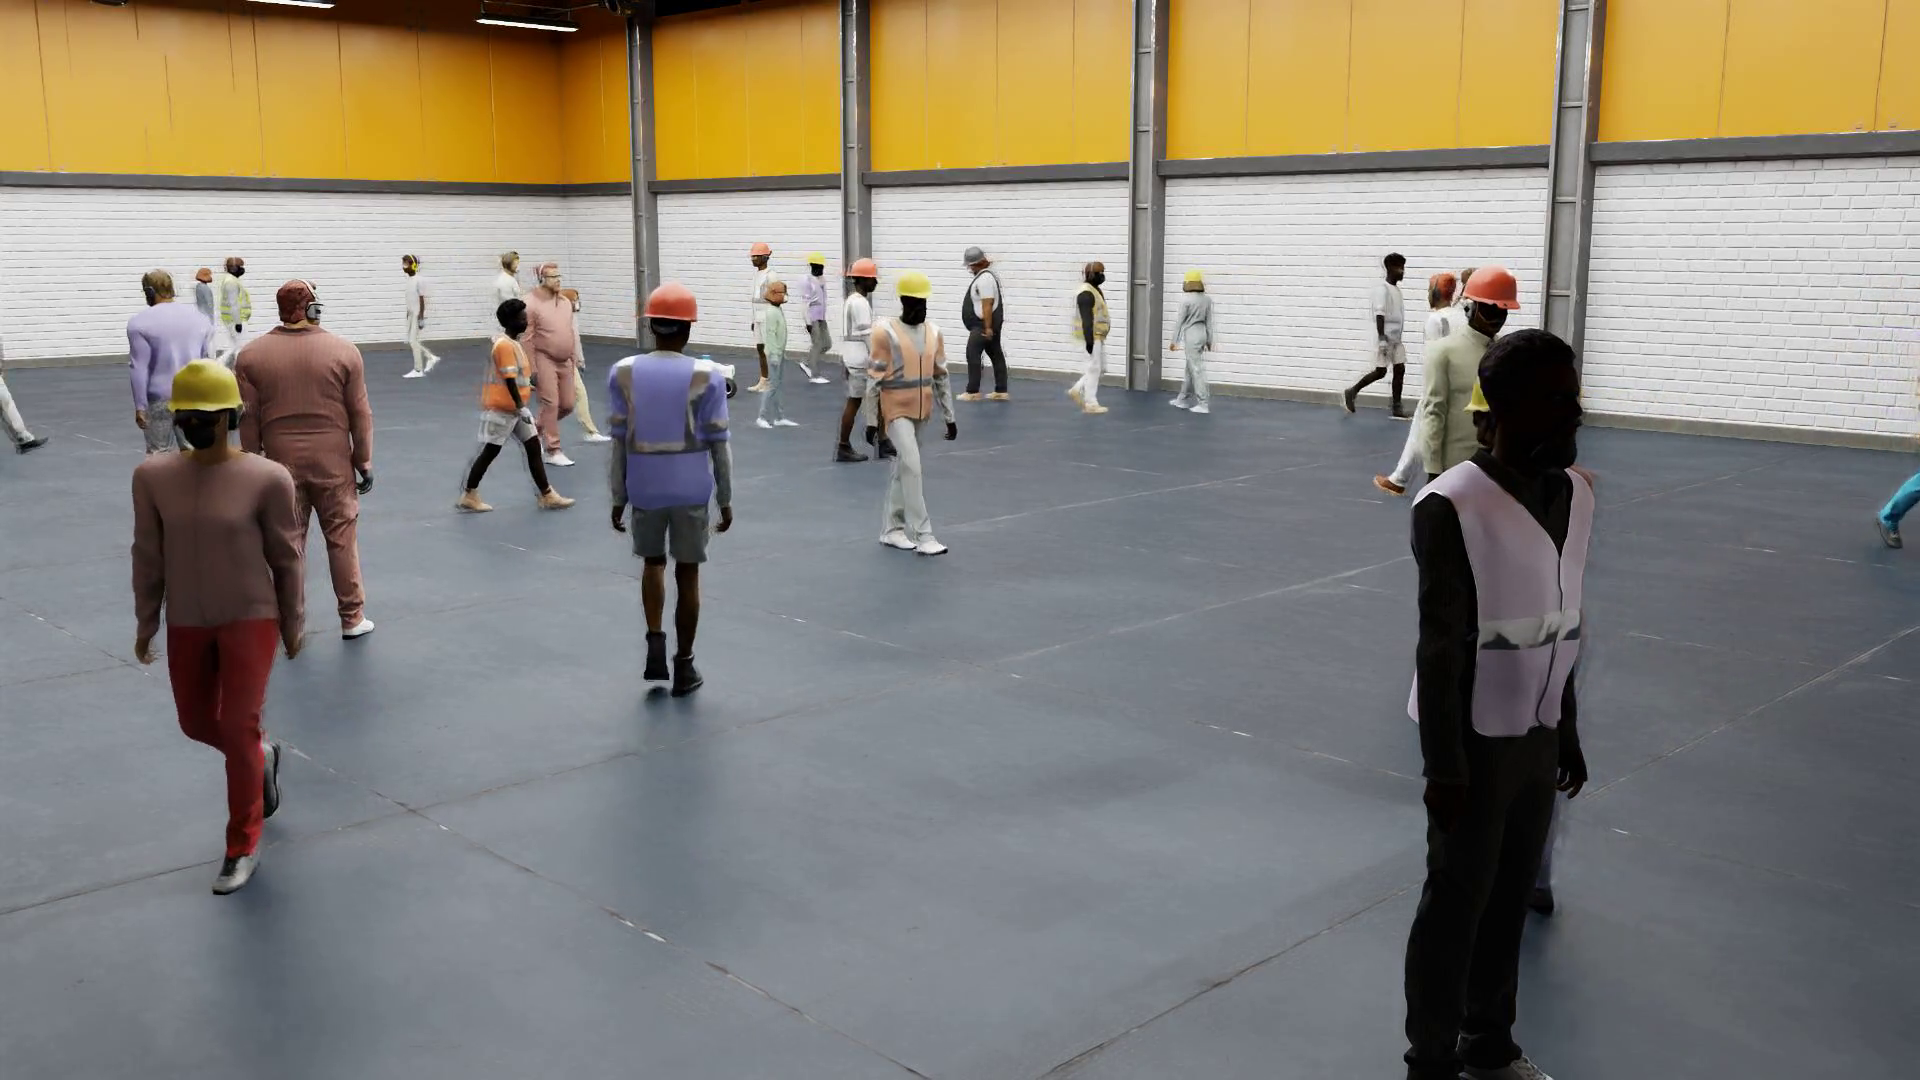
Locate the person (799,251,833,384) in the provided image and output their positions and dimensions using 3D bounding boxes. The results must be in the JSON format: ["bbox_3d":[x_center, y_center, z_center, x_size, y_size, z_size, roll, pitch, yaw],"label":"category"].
[{"bbox_3d":[-2.089,-3.207,23.987,0.459,1.908,0.605,4,11,23],"label":"person"}]

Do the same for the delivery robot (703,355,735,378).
[{"bbox_3d":[-3.327,-2.187,21.869,0.707,0.478,0.477,-2,11,-11],"label":"delivery robot"}]

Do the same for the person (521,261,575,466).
[{"bbox_3d":[-3.868,-1.645,15.513,0.631,1.895,0.642,6,12,29],"label":"person"}]

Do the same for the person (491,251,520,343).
[{"bbox_3d":[-8.655,-4.631,31.985,0.529,1.828,0.926,9,14,41],"label":"person"}]

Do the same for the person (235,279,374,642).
[{"bbox_3d":[-3.421,-0.410,8.755,0.650,1.904,0.401,-2,11,-13],"label":"person"}]

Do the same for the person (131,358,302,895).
[{"bbox_3d":[-2.470,0.245,5.625,0.527,1.742,0.725,0,10,-1],"label":"person"}]

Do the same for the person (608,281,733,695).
[{"bbox_3d":[-1.332,-0.232,7.738,0.565,1.917,0.410,1,10,3],"label":"person"}]

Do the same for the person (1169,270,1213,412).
[{"bbox_3d":[2.768,-2.421,20.245,0.505,1.708,0.838,-9,14,-41],"label":"person"}]

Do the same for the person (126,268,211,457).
[{"bbox_3d":[-5.673,-1.017,12.086,0.837,1.903,0.638,8,13,38],"label":"person"}]

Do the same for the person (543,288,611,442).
[{"bbox_3d":[-4.078,-1.810,17.238,0.839,1.593,0.511,0,10,3],"label":"person"}]

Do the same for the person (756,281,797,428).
[{"bbox_3d":[-2.039,-2.059,18.527,0.311,1.645,0.507,1,10,6],"label":"person"}]

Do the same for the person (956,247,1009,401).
[{"bbox_3d":[0.271,-2.809,21.462,0.792,2.000,0.783,2,11,8],"label":"person"}]

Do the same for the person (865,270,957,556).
[{"bbox_3d":[-0.254,-0.833,11.066,0.619,1.893,0.856,-10,14,-43],"label":"person"}]

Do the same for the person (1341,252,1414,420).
[{"bbox_3d":[4.907,-2.364,19.316,0.805,1.942,0.616,9,14,41],"label":"person"}]

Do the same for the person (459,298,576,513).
[{"bbox_3d":[-3.481,-1.027,12.796,0.862,1.656,0.538,0,10,0],"label":"person"}]

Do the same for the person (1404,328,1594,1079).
[{"bbox_3d":[1.277,0.462,3.952,0.592,1.922,0.392,-9,14,-40],"label":"person"}]

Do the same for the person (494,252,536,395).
[{"bbox_3d":[-5.831,-2.842,22.016,0.922,1.898,0.648,-1,10,-8],"label":"person"}]

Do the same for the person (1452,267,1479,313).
[{"bbox_3d":[4.829,-1.684,15.892,0.441,1.828,0.538,3,11,15],"label":"person"}]

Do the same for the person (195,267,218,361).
[{"bbox_3d":[-12.345,-3.630,27.093,0.528,1.624,0.501,-10,14,-44],"label":"person"}]

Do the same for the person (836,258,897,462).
[{"bbox_3d":[-0.799,-1.679,15.648,0.819,1.909,0.557,-1,10,-5],"label":"person"}]

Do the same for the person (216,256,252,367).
[{"bbox_3d":[-10.522,-3.176,24.062,0.543,1.832,0.639,-4,11,-23],"label":"person"}]

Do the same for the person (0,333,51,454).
[{"bbox_3d":[-9.388,-1.717,16.184,0.866,1.796,0.596,-8,13,-38],"label":"person"}]

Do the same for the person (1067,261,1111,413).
[{"bbox_3d":[1.579,-2.433,19.993,0.465,1.825,0.648,3,11,16],"label":"person"}]

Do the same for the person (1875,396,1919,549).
[{"bbox_3d":[6.513,-0.769,10.969,0.577,1.815,0.880,-3,11,-14],"label":"person"}]

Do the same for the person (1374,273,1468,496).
[{"bbox_3d":[3.851,-1.211,13.339,0.588,1.830,1.017,-8,13,-38],"label":"person"}]

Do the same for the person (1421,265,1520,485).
[{"bbox_3d":[2.540,-0.353,8.211,0.608,1.989,0.387,-5,12,-26],"label":"person"}]

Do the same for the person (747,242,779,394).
[{"bbox_3d":[-2.664,-2.979,22.381,0.379,2.041,0.616,-7,12,-32],"label":"person"}]

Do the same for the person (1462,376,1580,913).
[{"bbox_3d":[1.727,0.315,5.226,0.519,1.755,0.413,-4,11,-21],"label":"person"}]

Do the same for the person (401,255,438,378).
[{"bbox_3d":[-8.163,-3.367,25.036,0.478,1.848,0.554,-9,13,-39],"label":"person"}]
